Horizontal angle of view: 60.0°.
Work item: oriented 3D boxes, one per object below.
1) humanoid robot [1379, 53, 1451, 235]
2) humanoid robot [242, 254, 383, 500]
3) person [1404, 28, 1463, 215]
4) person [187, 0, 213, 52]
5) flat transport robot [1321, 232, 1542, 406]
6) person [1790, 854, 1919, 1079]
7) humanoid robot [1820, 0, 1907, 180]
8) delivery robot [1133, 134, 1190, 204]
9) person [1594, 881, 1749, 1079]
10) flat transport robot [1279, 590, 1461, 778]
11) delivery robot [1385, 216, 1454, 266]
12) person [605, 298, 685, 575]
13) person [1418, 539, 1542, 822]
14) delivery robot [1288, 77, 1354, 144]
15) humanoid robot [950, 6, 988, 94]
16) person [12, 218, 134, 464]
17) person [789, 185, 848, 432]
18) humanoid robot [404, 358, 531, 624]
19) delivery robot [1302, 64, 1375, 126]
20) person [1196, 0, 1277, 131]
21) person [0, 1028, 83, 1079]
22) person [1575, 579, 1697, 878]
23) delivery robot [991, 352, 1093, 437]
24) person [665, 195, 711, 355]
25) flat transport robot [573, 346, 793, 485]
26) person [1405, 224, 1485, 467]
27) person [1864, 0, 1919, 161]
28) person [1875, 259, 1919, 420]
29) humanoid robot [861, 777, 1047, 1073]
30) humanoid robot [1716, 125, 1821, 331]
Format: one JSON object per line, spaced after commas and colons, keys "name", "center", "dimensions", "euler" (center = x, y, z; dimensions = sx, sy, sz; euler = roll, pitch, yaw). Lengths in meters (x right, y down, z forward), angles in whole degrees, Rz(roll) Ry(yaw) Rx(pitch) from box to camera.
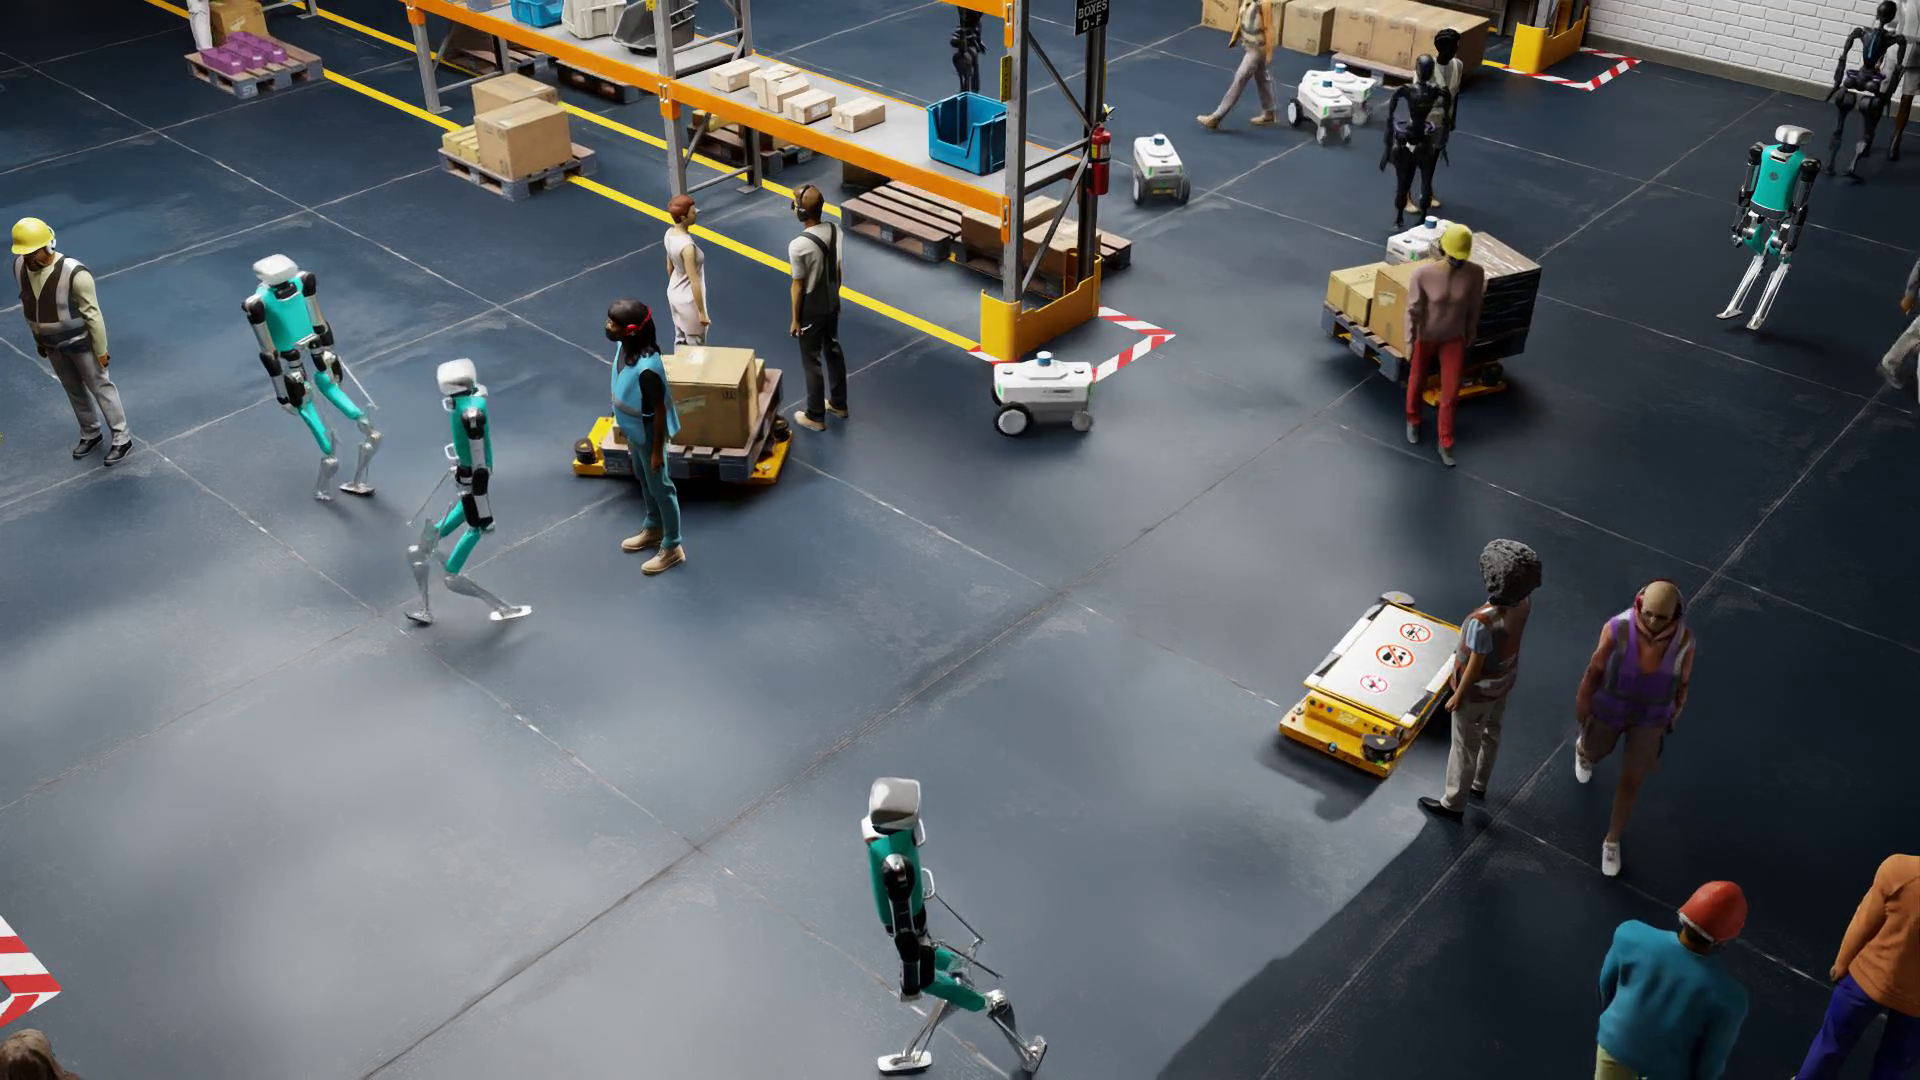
{"name": "humanoid robot", "center": [4.007, -3.468, 14.600], "dimensions": [0.602, 1.638, 0.333], "euler": [3, 35, 4]}
{"name": "humanoid robot", "center": [-4.165, -0.987, 10.954], "dimensions": [0.703, 1.802, 0.540], "euler": [18, 39, 25]}
{"name": "person", "center": [4.274, -3.795, 15.054], "dimensions": [0.532, 1.693, 0.320], "euler": [-17, 38, -23]}
{"name": "person", "center": [-8.432, -6.177, 18.319], "dimensions": [0.412, 1.906, 0.651], "euler": [-18, 38, -24]}
{"name": "flat transport robot", "center": [3.550, -1.492, 12.972], "dimensions": [0.659, 0.231, 1.431], "euler": [-14, 37, -19]}
{"name": "person", "center": [3.825, 1.784, 6.734], "dimensions": [0.519, 1.972, 0.404], "euler": [19, 39, 25]}
{"name": "humanoid robot", "center": [8.510, -4.234, 15.712], "dimensions": [0.594, 1.648, 0.453], "euler": [26, 42, 32]}
{"name": "delivery robot", "center": [1.859, -3.517, 15.644], "dimensions": [0.499, 0.583, 0.774], "euler": [-4, 35, -5]}
{"name": "person", "center": [2.755, 2.006, 6.635], "dimensions": [0.557, 1.705, 0.891], "euler": [26, 42, 33]}
{"name": "flat transport robot", "center": [2.477, 0.805, 9.645], "dimensions": [0.659, 0.231, 1.431], "euler": [23, 41, 29]}
{"name": "delivery robot", "center": [3.976, -2.459, 14.115], "dimensions": [0.758, 0.587, 0.509], "euler": [-21, 40, -27]}
{"name": "person", "center": [-1.953, -0.649, 10.346], "dimensions": [0.396, 1.866, 0.529], "euler": [-18, 39, -24]}
{"name": "person", "center": [2.675, 0.725, 8.507], "dimensions": [0.436, 1.690, 0.312], "euler": [-29, 44, -35]}
{"name": "delivery robot", "center": [3.707, -4.412, 16.958], "dimensions": [0.499, 0.603, 0.794], "euler": [-8, 35, -11]}
{"name": "humanoid robot", "center": [0.090, -4.988, 16.800], "dimensions": [0.357, 1.636, 0.614], "euler": [11, 36, 16]}
{"name": "person", "center": [-6.125, -1.372, 11.434], "dimensions": [0.589, 1.825, 0.403], "euler": [10, 36, 14]}
{"name": "person", "center": [-1.016, -1.643, 11.816], "dimensions": [0.344, 1.839, 0.499], "euler": [21, 40, 28]}
{"name": "humanoid robot", "center": [-3.115, -0.184, 9.801], "dimensions": [0.896, 1.790, 0.532], "euler": [-13, 37, -19]}
{"name": "delivery robot", "center": [3.901, -4.641, 17.298], "dimensions": [0.815, 0.612, 0.499], "euler": [14, 37, 20]}
{"name": "person", "center": [2.873, -4.949, 16.701], "dimensions": [0.938, 1.713, 0.507], "euler": [-6, 35, -8]}
{"name": "person", "center": [-3.209, 2.386, 6.127], "dimensions": [0.484, 1.659, 0.338], "euler": [-12, 36, -17]}
{"name": "person", "center": [3.368, 0.825, 8.390], "dimensions": [0.509, 1.662, 0.760], "euler": [10, 36, 14]}
{"name": "delivery robot", "center": [0.571, -1.080, 12.140], "dimensions": [0.790, 0.614, 0.499], "euler": [-1, 35, -1]}
{"name": "person", "center": [-1.957, -1.711, 12.062], "dimensions": [0.272, 1.658, 0.464], "euler": [-19, 39, -25]}
{"name": "flat transport robot", "center": [-1.954, -0.669, 11.780], "dimensions": [1.431, 0.231, 0.659], "euler": [4, 35, 5]}
{"name": "person", "center": [3.312, -1.346, 11.465], "dimensions": [0.535, 1.740, 0.717], "euler": [1, 35, 1]}
{"name": "person", "center": [9.146, -4.638, 16.078], "dimensions": [0.546, 1.924, 0.382], "euler": [14, 37, 19]}
{"name": "person", "center": [7.152, -1.793, 12.019], "dimensions": [0.528, 1.847, 0.988], "euler": [-7, 35, -11]}
{"name": "humanoid robot", "center": [0.048, 1.696, 7.098], "dimensions": [0.891, 1.806, 0.545], "euler": [-6, 35, -8]}
{"name": "humanoid robot", "center": [6.388, -2.472, 12.986], "dimensions": [0.739, 1.673, 0.531], "euler": [-26, 42, -32]}
